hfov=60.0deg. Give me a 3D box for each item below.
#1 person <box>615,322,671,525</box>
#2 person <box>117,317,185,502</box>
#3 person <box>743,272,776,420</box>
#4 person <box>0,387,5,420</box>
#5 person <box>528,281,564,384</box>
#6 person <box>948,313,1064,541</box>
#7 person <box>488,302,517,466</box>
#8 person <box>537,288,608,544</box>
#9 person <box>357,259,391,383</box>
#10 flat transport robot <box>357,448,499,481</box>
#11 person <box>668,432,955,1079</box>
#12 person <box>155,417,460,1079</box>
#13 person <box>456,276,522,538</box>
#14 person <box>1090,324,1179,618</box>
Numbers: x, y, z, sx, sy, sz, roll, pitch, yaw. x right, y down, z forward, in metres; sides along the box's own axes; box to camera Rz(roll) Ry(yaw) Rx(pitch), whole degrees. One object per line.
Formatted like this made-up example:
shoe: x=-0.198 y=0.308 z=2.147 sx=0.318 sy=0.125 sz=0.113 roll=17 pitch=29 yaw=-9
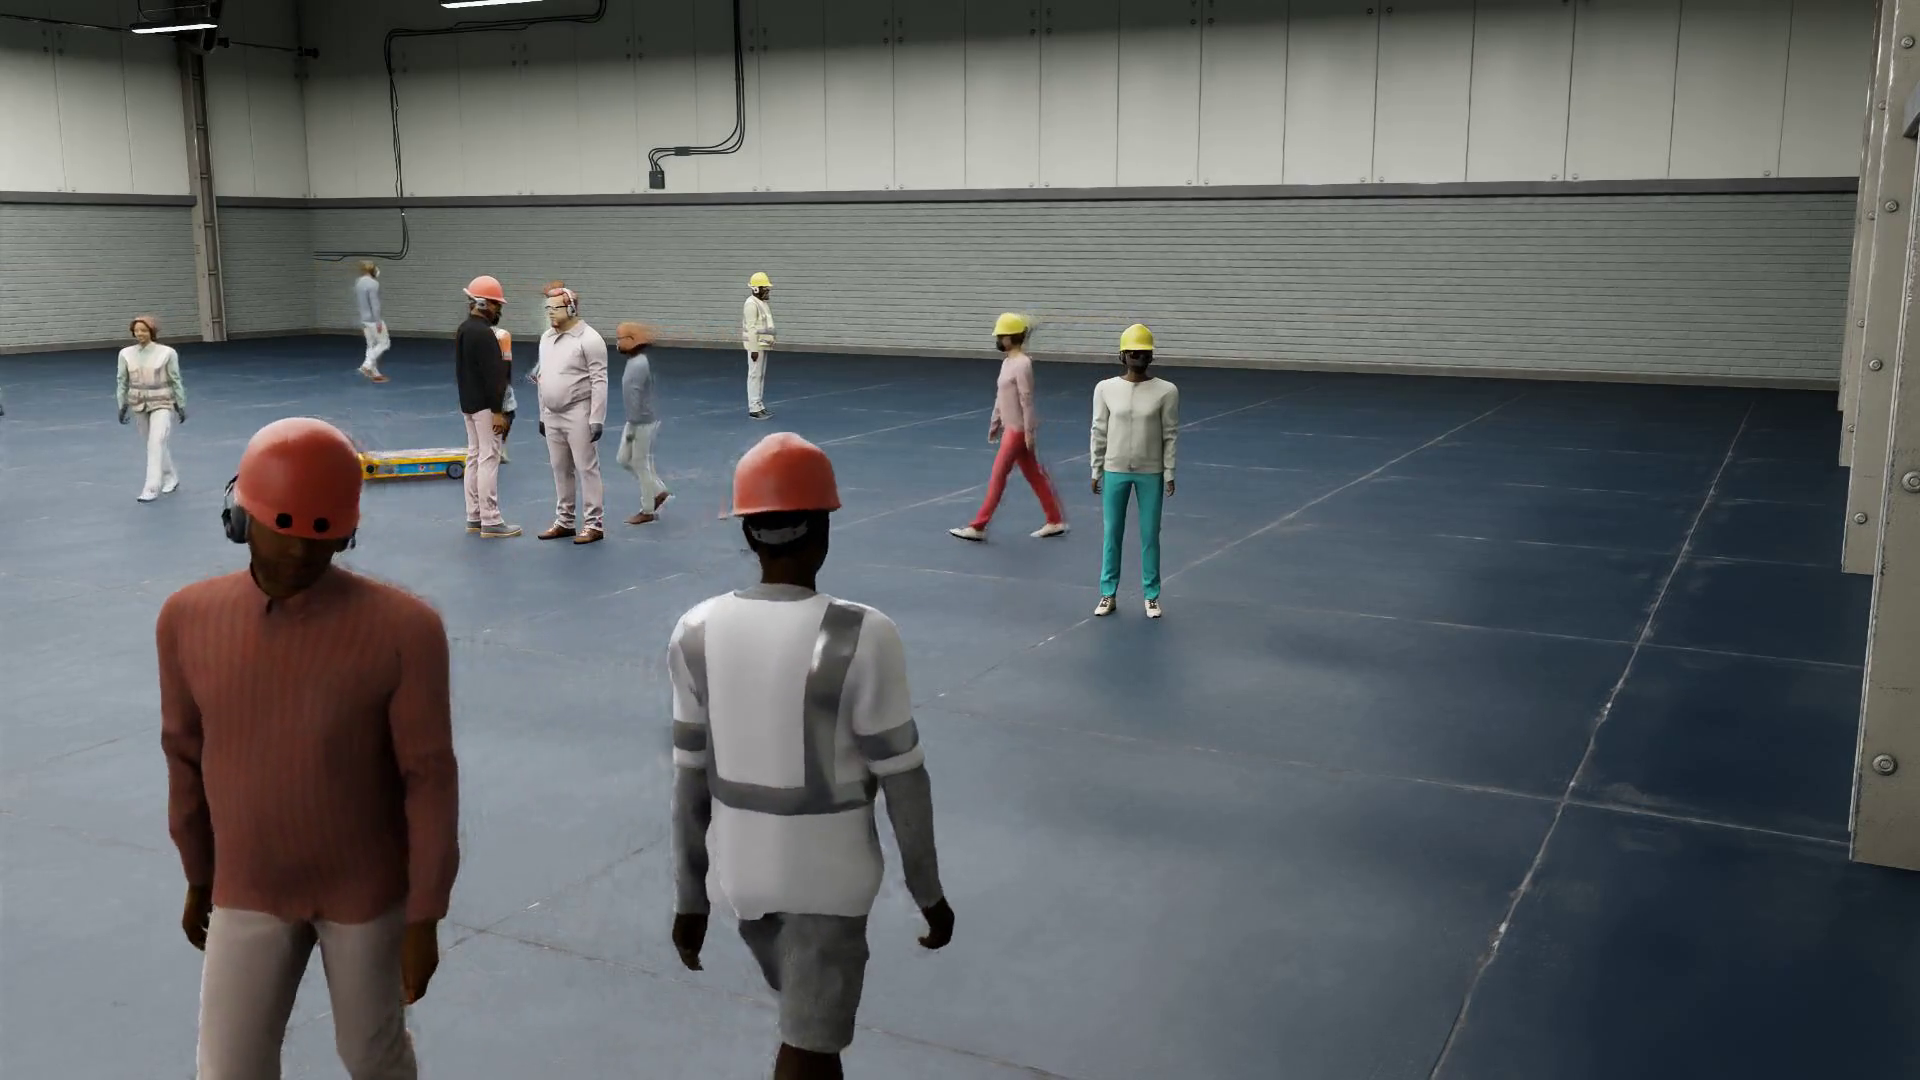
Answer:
person: x=-2.567 y=-0.923 z=13.236 sx=0.366 sy=1.617 sz=0.518 roll=-4 pitch=11 yaw=-20
person: x=-7.094 y=-1.163 z=14.592 sx=0.529 sy=1.593 sz=0.882 roll=0 pitch=10 yaw=0
person: x=-2.514 y=-2.435 z=20.886 sx=0.404 sy=1.833 sz=0.591 roll=1 pitch=10 yaw=6
person: x=-8.707 y=-1.153 z=14.588 sx=0.907 sy=1.583 sz=0.508 roll=7 pitch=13 yaw=35
person: x=-6.255 y=-3.177 z=25.564 sx=0.773 sy=1.603 sz=0.497 roll=-1 pitch=10 yaw=-3
person: x=0.383 y=-0.842 z=12.521 sx=0.925 sy=1.713 sz=0.547 roll=-2 pitch=11 yaw=-10
person: x=-4.637 y=-1.551 z=16.491 sx=0.532 sy=1.679 sz=0.385 roll=3 pitch=11 yaw=14
person: x=-2.931 y=-0.922 z=12.442 sx=0.652 sy=1.906 sz=0.402 roll=7 pitch=12 yaw=33
person: x=-9.130 y=-3.396 z=25.858 sx=0.443 sy=1.929 sz=0.649 roll=-9 pitch=13 yaw=-39
flat transport robot: x=-5.184 y=-0.730 z=15.856 sx=1.431 sy=0.197 sz=0.652 roll=-5 pitch=11 yaw=-23
person: x=-0.380 y=0.728 z=3.515 sx=0.576 sy=1.895 sz=0.968 roll=6 pitch=12 yaw=29
person: x=-1.331 y=0.739 z=3.280 sx=0.640 sy=1.946 sz=0.914 roll=0 pitch=10 yaw=2
person: x=-3.628 y=-1.015 z=12.728 sx=0.395 sy=1.982 sz=0.626 roll=-7 pitch=13 yaw=-35
person: x=1.044 y=-0.409 z=10.018 sx=0.531 sy=1.771 sz=0.302 roll=2 pitch=11 yaw=10
